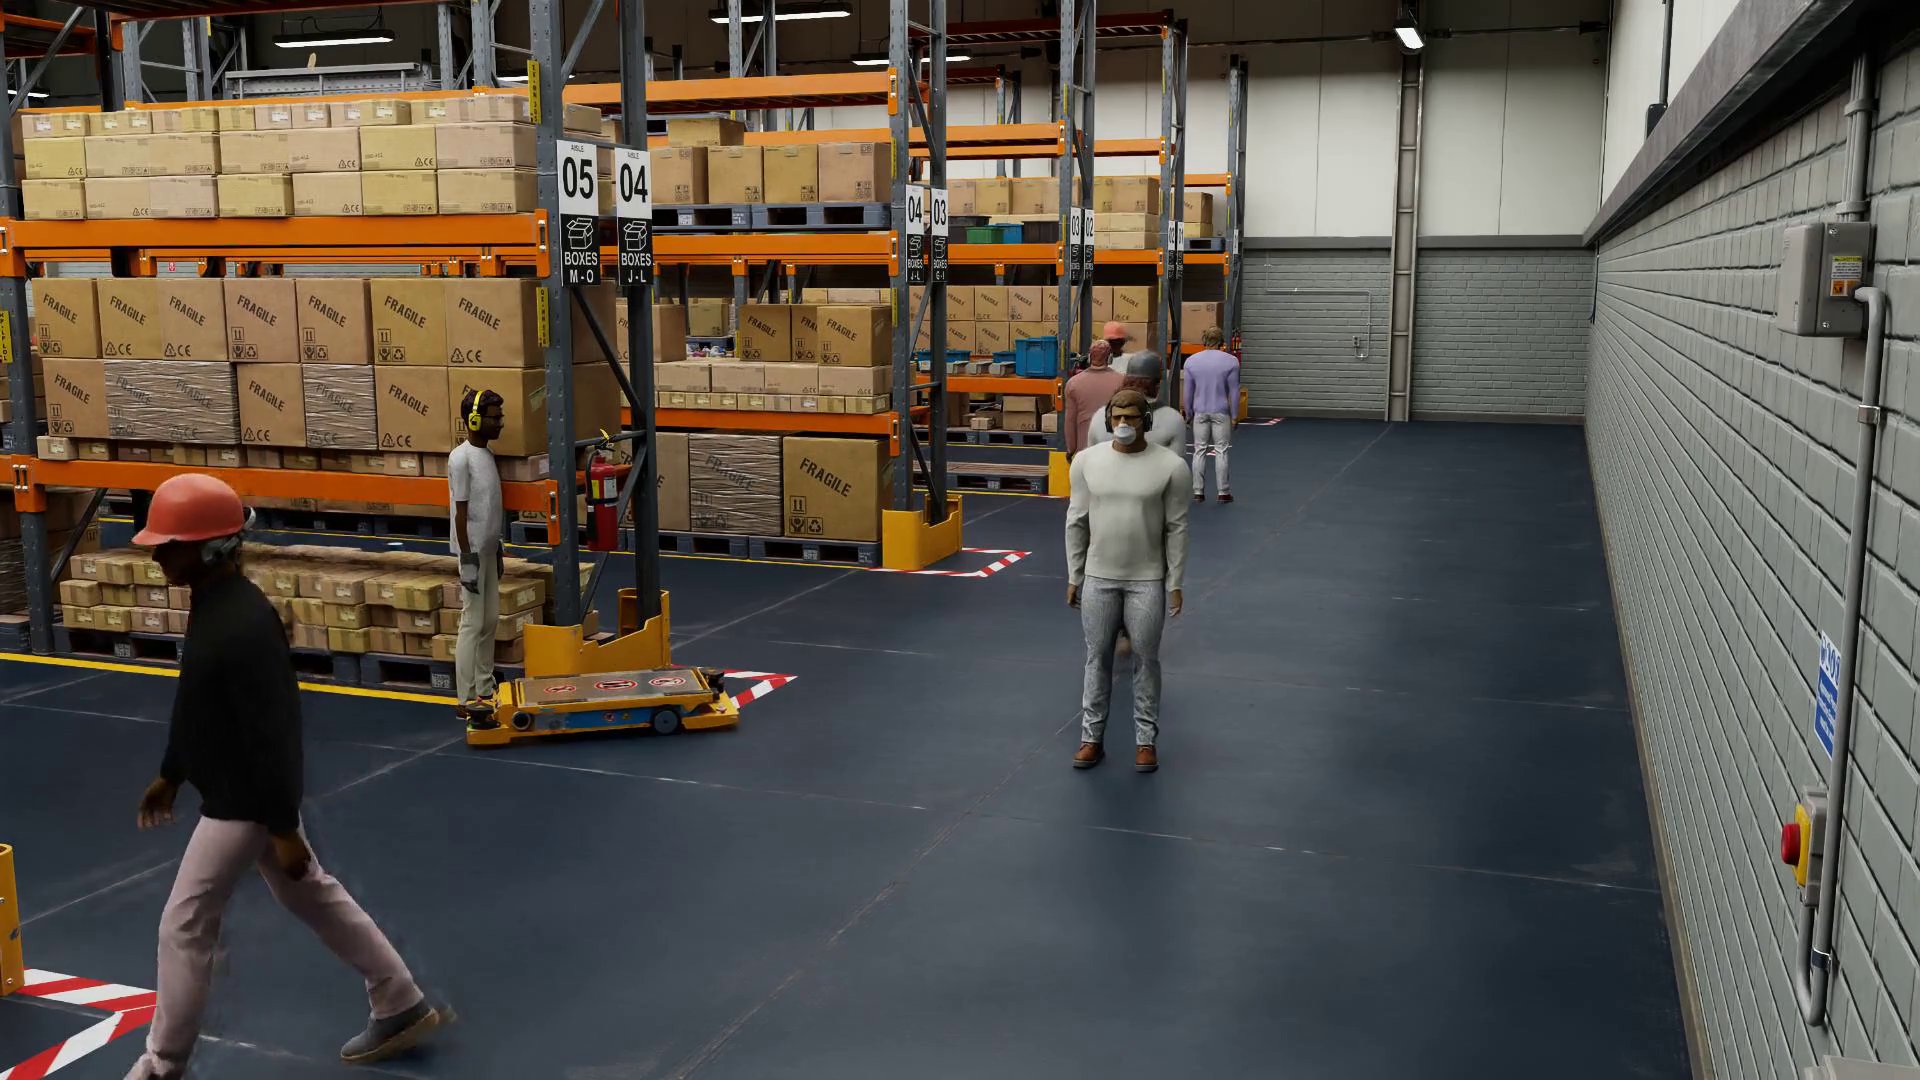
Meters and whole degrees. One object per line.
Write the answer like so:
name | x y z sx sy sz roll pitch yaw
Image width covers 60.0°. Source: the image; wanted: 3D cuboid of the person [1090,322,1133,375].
person | 1.674 -1.341 17.872 0.632 1.995 1.041 4 10 22

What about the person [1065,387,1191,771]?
person | 0.835 0.201 8.385 0.627 1.941 0.370 2 9 14

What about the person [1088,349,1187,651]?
person | 1.175 -0.250 10.883 0.692 2.000 0.638 5 10 29

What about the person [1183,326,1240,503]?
person | 2.747 -1.361 18.156 0.627 1.934 0.374 4 10 23

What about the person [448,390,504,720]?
person | -2.684 0.088 9.349 0.333 1.860 0.509 1 9 5

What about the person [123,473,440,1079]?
person | -2.116 0.747 5.007 1.055 1.944 0.617 -4 10 -24

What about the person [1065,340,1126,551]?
person | 1.266 -0.846 15.018 0.636 1.911 0.406 1 9 8

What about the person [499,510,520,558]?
person | -4.024 -0.736 14.237 0.351 1.936 0.634 3 10 20

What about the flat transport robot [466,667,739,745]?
flat transport robot | -1.985 0.902 9.199 1.431 0.197 0.652 -3 9 -16

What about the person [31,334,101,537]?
person | -7.693 -0.780 14.218 0.578 2.030 0.638 2 9 10

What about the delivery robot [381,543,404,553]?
delivery robot | -4.065 0.263 12.010 0.707 0.478 0.477 3 10 20
